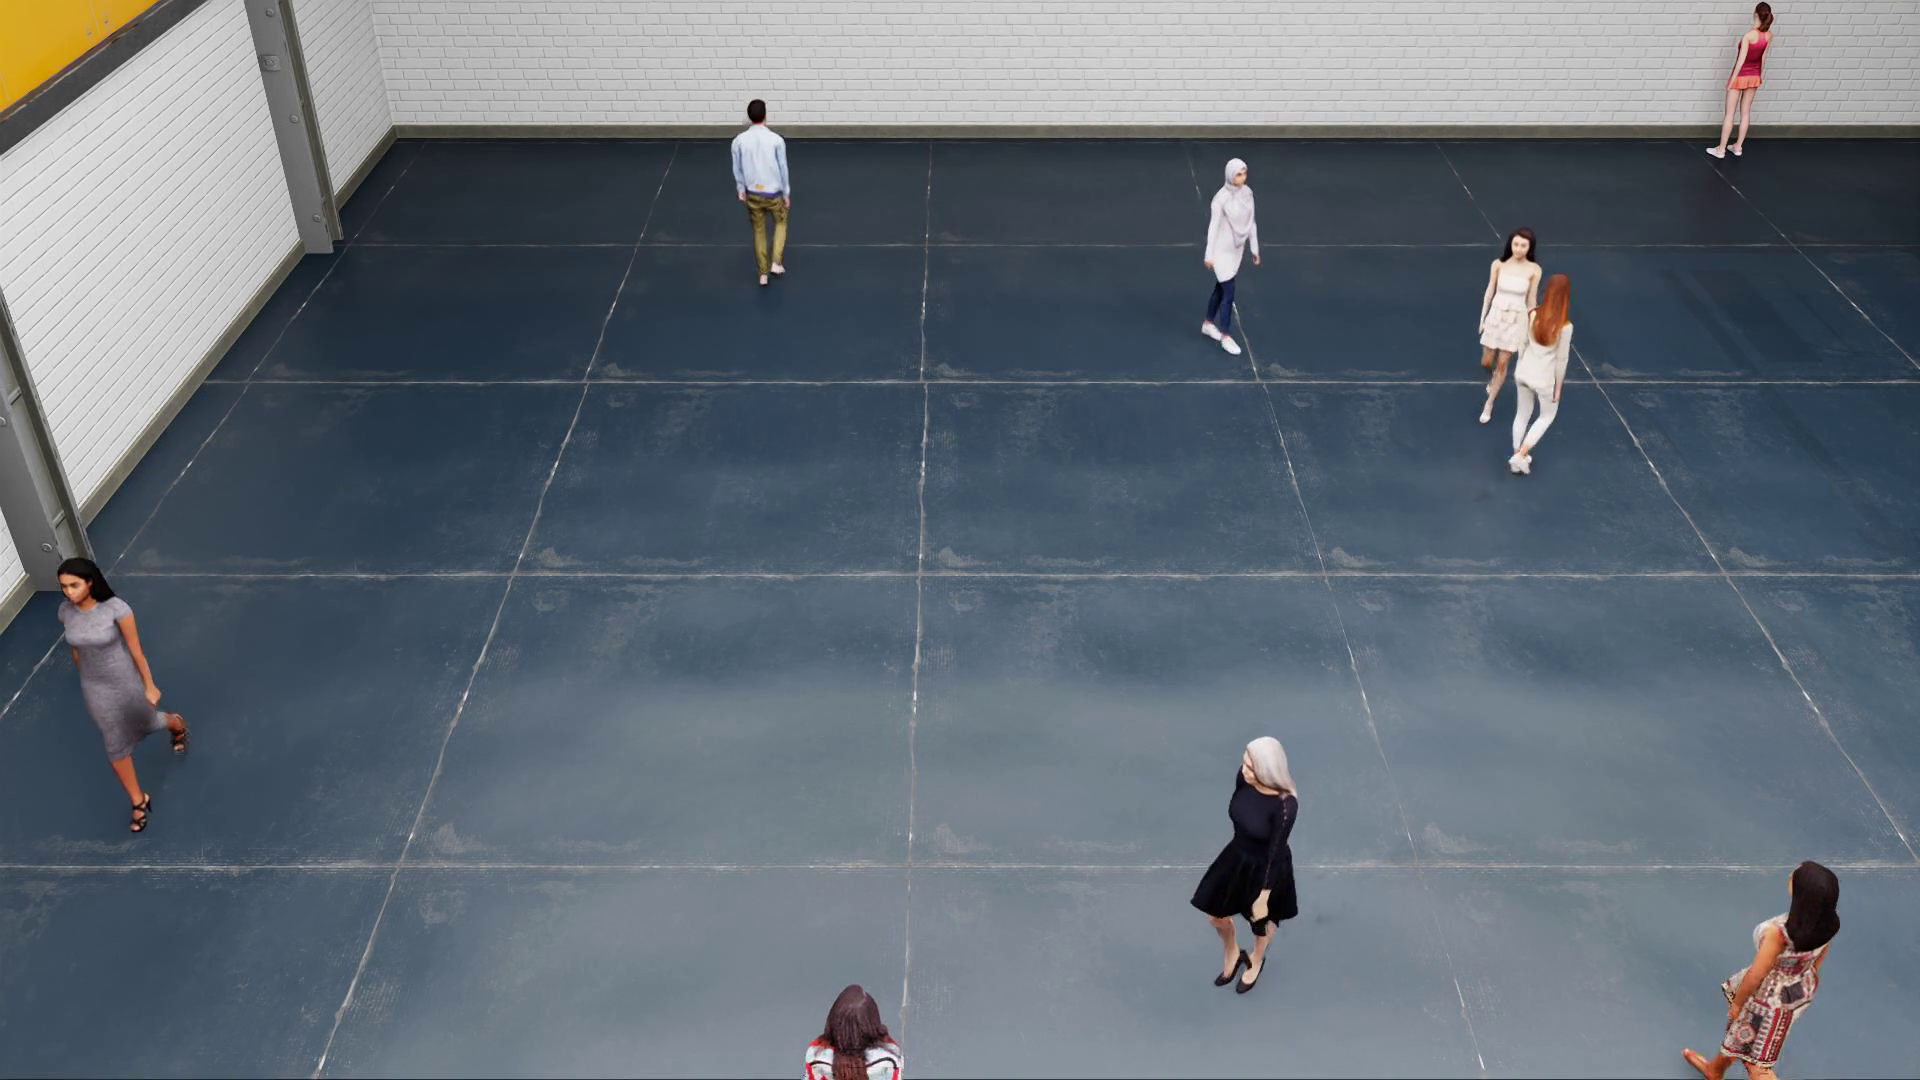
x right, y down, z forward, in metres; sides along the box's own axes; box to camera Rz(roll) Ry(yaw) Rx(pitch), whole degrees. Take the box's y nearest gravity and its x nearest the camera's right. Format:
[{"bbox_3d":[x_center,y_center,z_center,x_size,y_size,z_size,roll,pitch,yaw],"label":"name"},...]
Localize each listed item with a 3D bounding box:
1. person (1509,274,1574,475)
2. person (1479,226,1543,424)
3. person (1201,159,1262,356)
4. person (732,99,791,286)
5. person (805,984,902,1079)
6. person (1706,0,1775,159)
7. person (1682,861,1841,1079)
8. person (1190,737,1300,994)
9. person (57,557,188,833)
[{"bbox_3d":[4.469,-1.240,12.991,0.838,1.693,0.778,-27,42,-34],"label":"person"},{"bbox_3d":[4.559,-1.802,13.806,0.749,1.727,0.837,16,37,23],"label":"person"},{"bbox_3d":[2.357,-2.608,14.993,0.886,1.756,0.970,-24,41,-32],"label":"person"},{"bbox_3d":[-1.897,-3.303,16.000,0.708,1.798,0.650,1,34,2],"label":"person"},{"bbox_3d":[-0.470,2.623,7.288,0.714,1.574,1.108,-5,34,-8],"label":"person"},{"bbox_3d":[8.952,-5.249,18.968,0.624,1.753,0.636,-9,35,-14],"label":"person"},{"bbox_3d":[3.901,2.219,7.851,0.914,1.622,1.132,-15,37,-21],"label":"person"},{"bbox_3d":[1.586,1.672,8.573,0.843,1.735,0.790,-24,41,-32],"label":"person"},{"bbox_3d":[-4.926,0.828,9.829,0.632,1.750,1.069,-2,34,-3],"label":"person"}]
